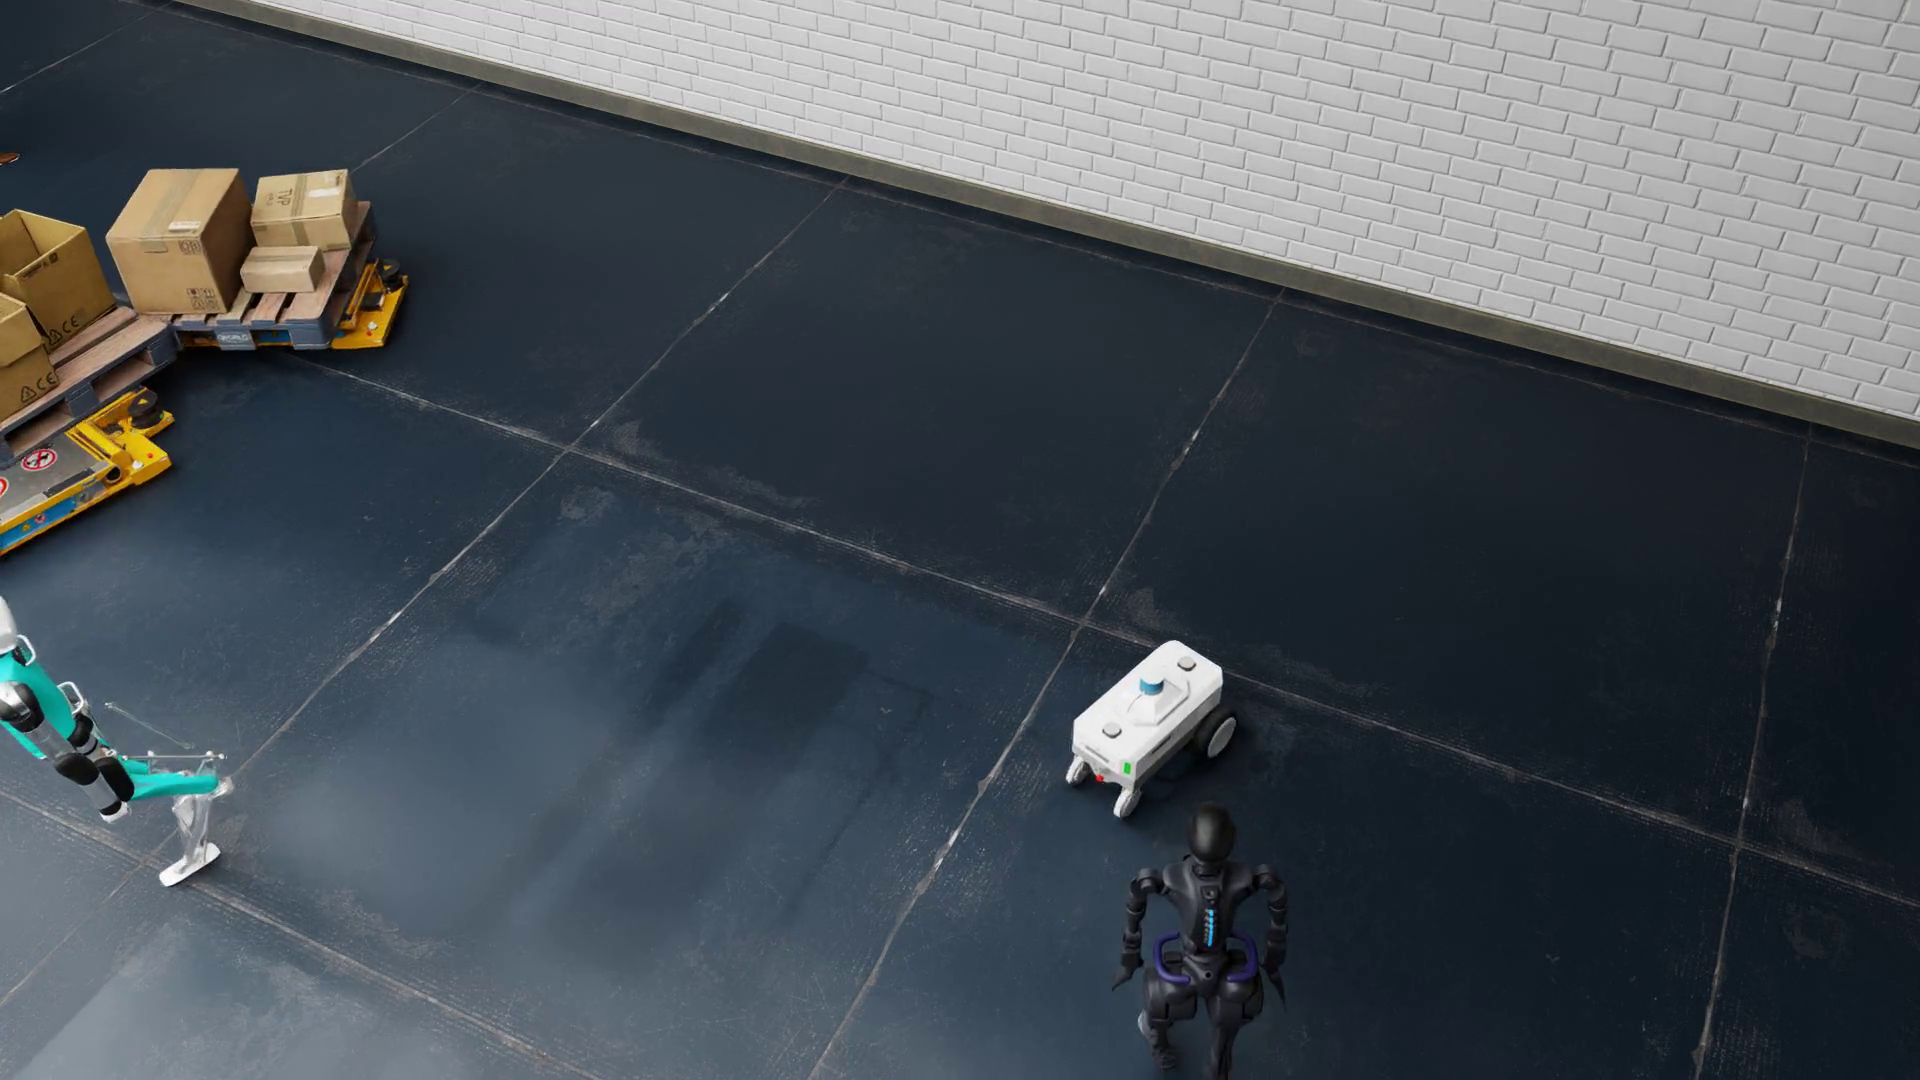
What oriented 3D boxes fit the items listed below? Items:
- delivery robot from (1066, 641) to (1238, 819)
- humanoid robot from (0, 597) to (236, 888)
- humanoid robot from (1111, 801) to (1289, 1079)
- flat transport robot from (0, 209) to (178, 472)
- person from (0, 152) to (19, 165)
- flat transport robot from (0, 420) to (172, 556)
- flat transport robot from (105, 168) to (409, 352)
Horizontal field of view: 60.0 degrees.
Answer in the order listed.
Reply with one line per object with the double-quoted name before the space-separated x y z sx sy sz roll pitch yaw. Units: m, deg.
"delivery robot" 0.830 0.777 7.220 0.499 0.612 0.796 32 52 30
"humanoid robot" -3.154 0.817 6.353 0.767 1.859 0.563 -30 51 -28
"humanoid robot" 0.825 1.434 5.677 0.600 1.635 0.568 0 43 0
"flat transport robot" -5.054 -0.752 9.067 1.431 0.231 0.659 22 47 22
"person" -6.570 -3.183 10.684 0.497 1.633 0.287 31 51 29
"flat transport robot" -4.868 -0.217 8.490 0.659 0.231 1.431 29 50 28
"flat transport robot" -4.031 -1.376 9.740 1.431 0.231 0.659 -1 43 -1
